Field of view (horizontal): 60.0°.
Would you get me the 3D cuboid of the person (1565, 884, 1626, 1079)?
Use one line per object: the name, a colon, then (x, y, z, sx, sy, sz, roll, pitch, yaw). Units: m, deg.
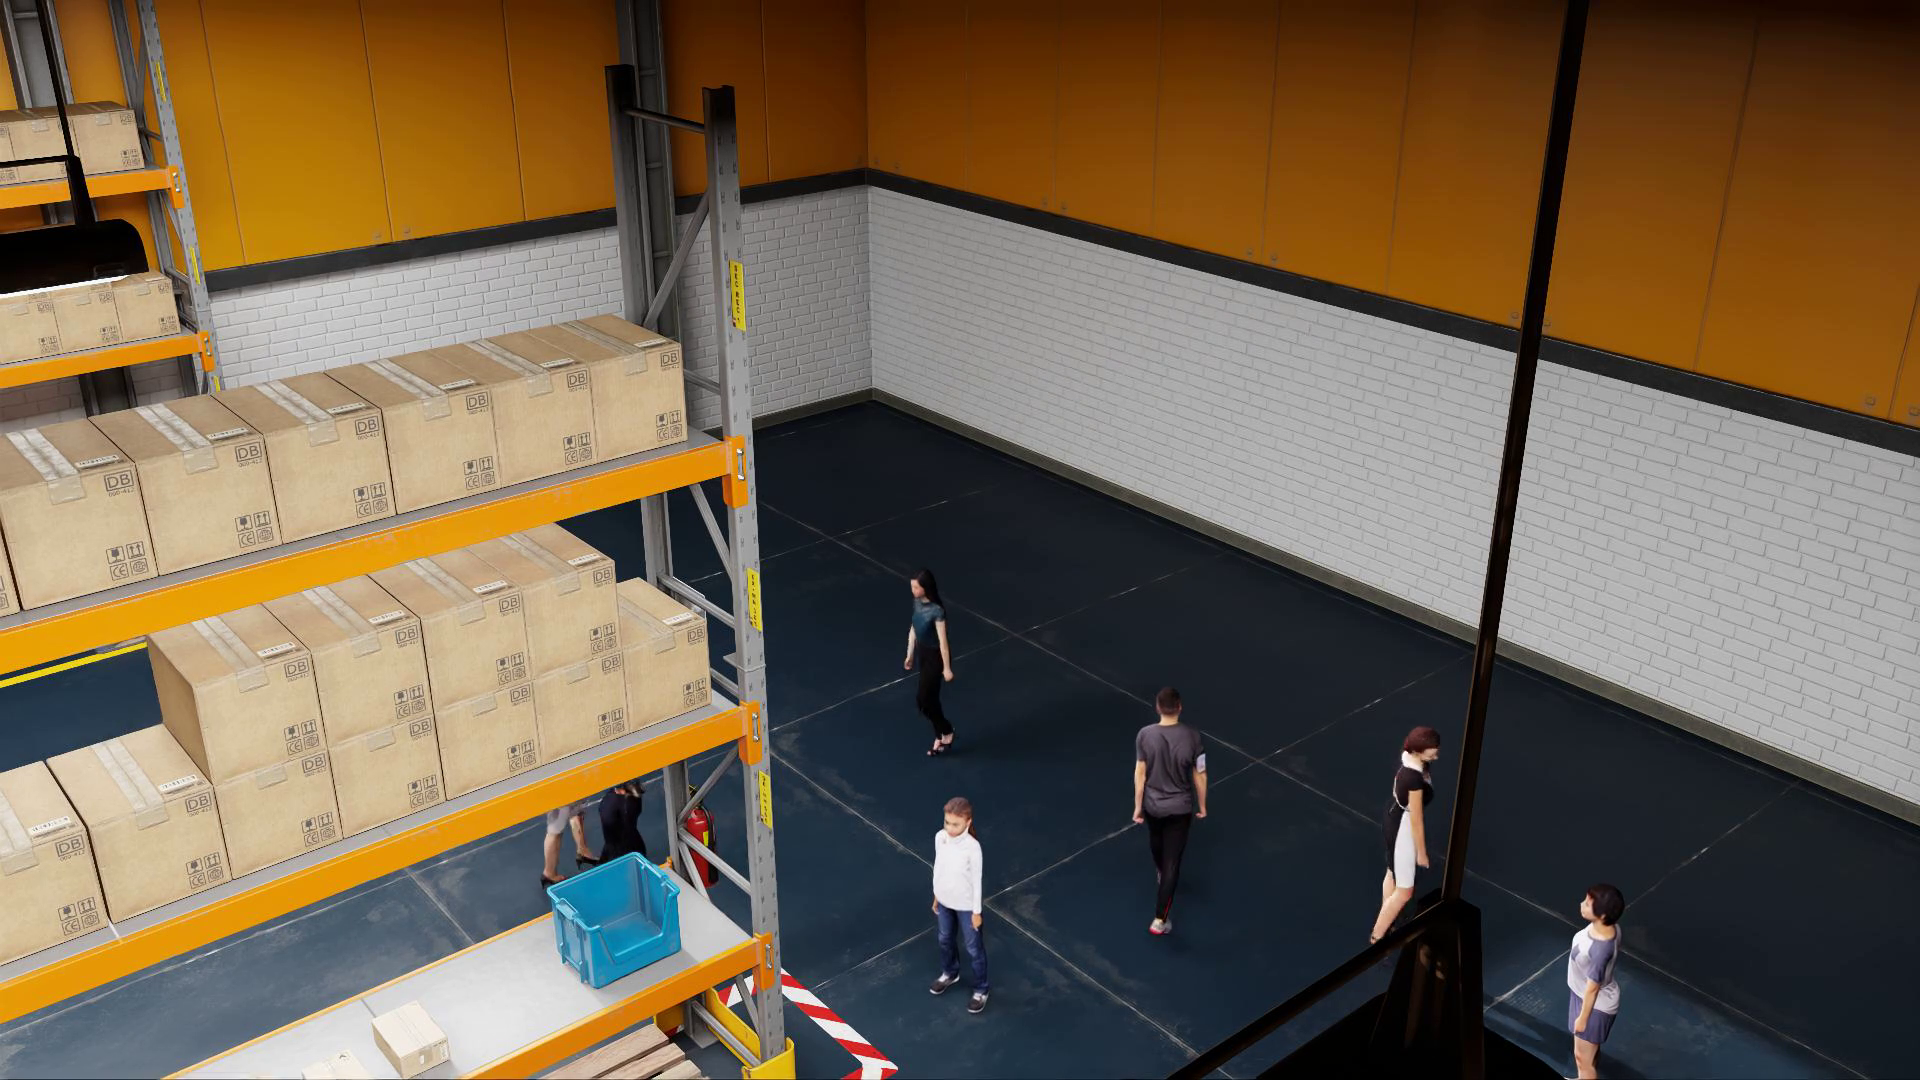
person: (3.713, 2.682, 9.748, 0.705, 1.562, 0.603, 9, 25, 21)

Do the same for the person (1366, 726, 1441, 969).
person: (2.956, 1.969, 11.115, 0.783, 1.773, 0.751, -7, 25, -16)

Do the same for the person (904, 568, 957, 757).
person: (-0.143, 0.974, 13.467, 0.666, 1.712, 0.631, -11, 26, -24)

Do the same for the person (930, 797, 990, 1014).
person: (0.007, 2.296, 10.647, 0.612, 1.549, 0.599, 16, 28, 33)

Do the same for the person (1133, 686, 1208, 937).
person: (1.407, 1.885, 11.386, 1.138, 1.711, 1.294, 6, 24, 14)
